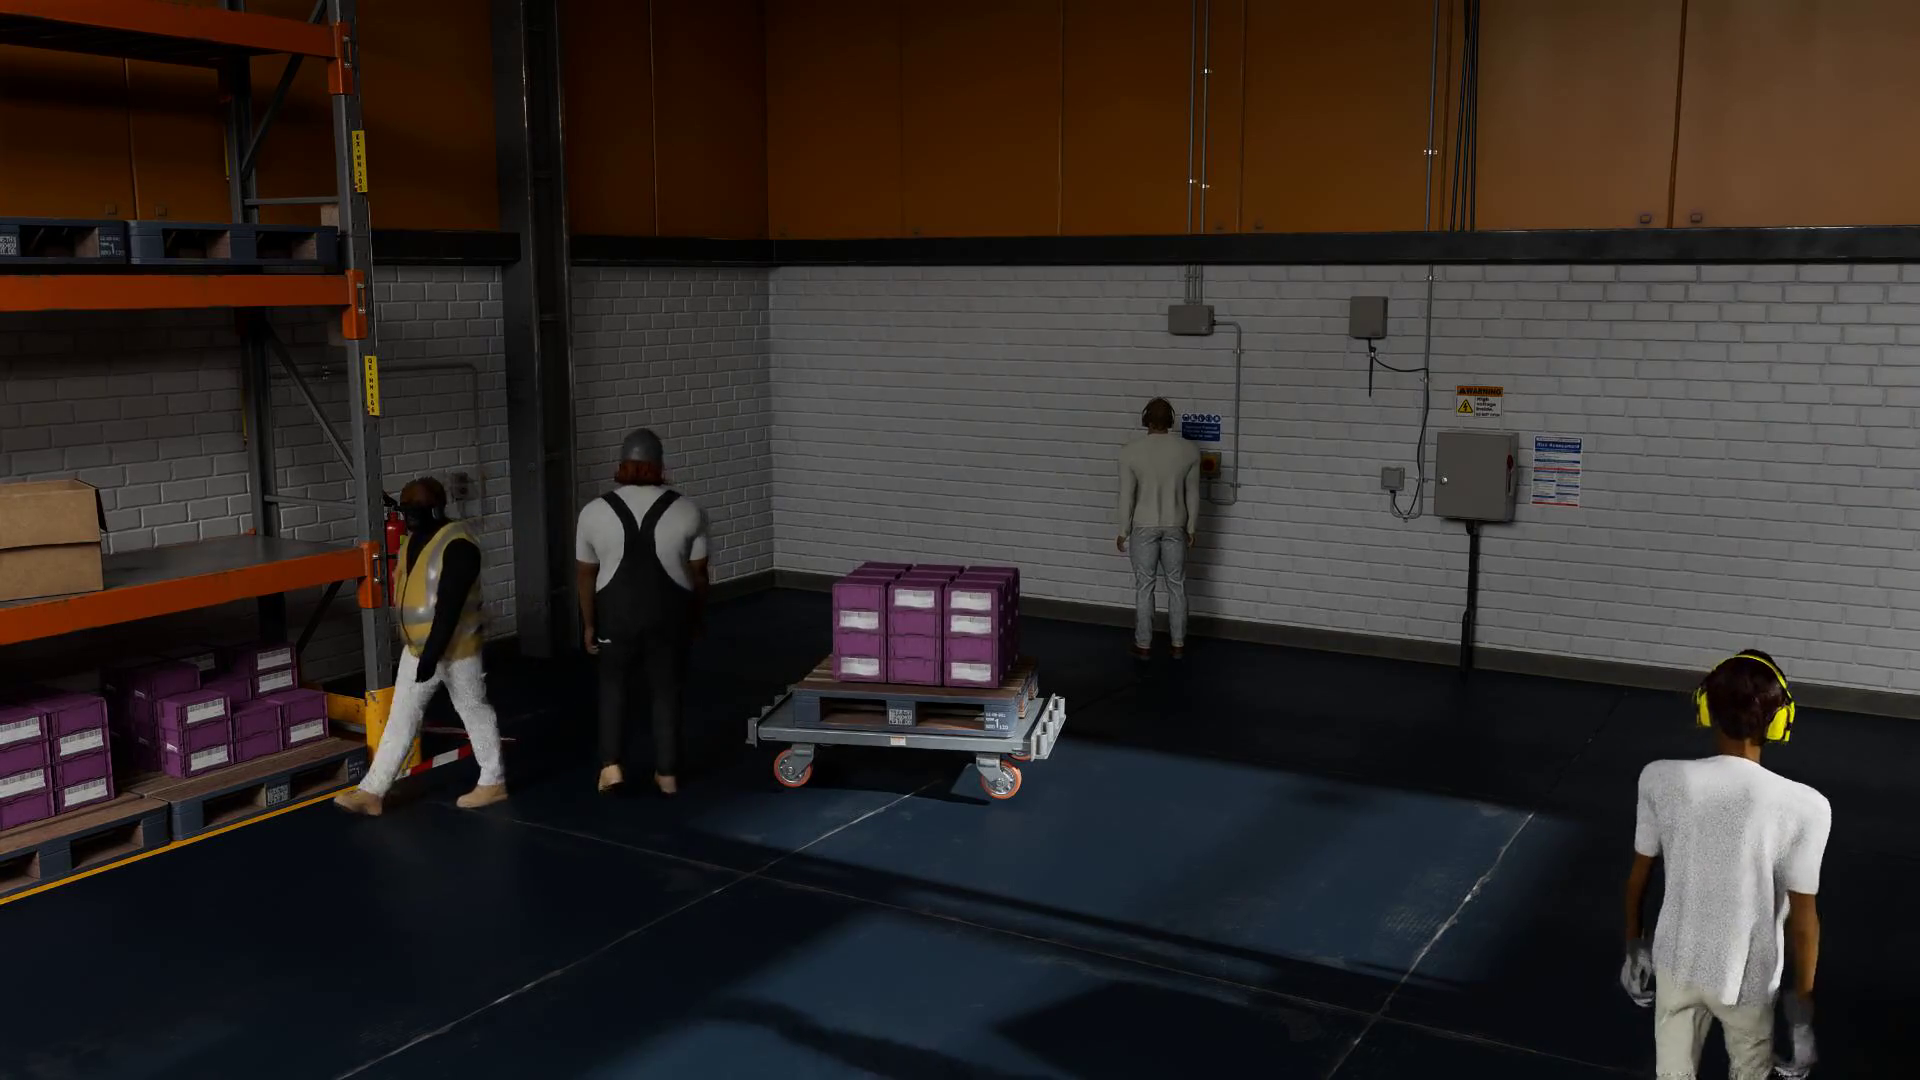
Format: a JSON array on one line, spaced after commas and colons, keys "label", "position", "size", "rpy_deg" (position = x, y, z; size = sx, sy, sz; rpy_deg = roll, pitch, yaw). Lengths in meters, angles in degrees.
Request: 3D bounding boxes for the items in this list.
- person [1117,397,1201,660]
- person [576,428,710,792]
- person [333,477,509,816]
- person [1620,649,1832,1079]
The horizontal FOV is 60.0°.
[{"label": "person", "position": [1.451, -0.078, 12.226], "size": [0.627, 1.940, 0.375], "rpy_deg": [-1, 9, -7]}, {"label": "person", "position": [-1.698, 0.387, 9.007], "size": [0.698, 2.000, 0.537], "rpy_deg": [-1, 9, -6]}, {"label": "person", "position": [-2.794, 0.576, 8.638], "size": [0.611, 1.785, 0.938], "rpy_deg": [8, 12, 40]}, {"label": "person", "position": [2.131, 1.194, 4.636], "size": [0.555, 1.822, 0.941], "rpy_deg": [7, 11, 36]}]
